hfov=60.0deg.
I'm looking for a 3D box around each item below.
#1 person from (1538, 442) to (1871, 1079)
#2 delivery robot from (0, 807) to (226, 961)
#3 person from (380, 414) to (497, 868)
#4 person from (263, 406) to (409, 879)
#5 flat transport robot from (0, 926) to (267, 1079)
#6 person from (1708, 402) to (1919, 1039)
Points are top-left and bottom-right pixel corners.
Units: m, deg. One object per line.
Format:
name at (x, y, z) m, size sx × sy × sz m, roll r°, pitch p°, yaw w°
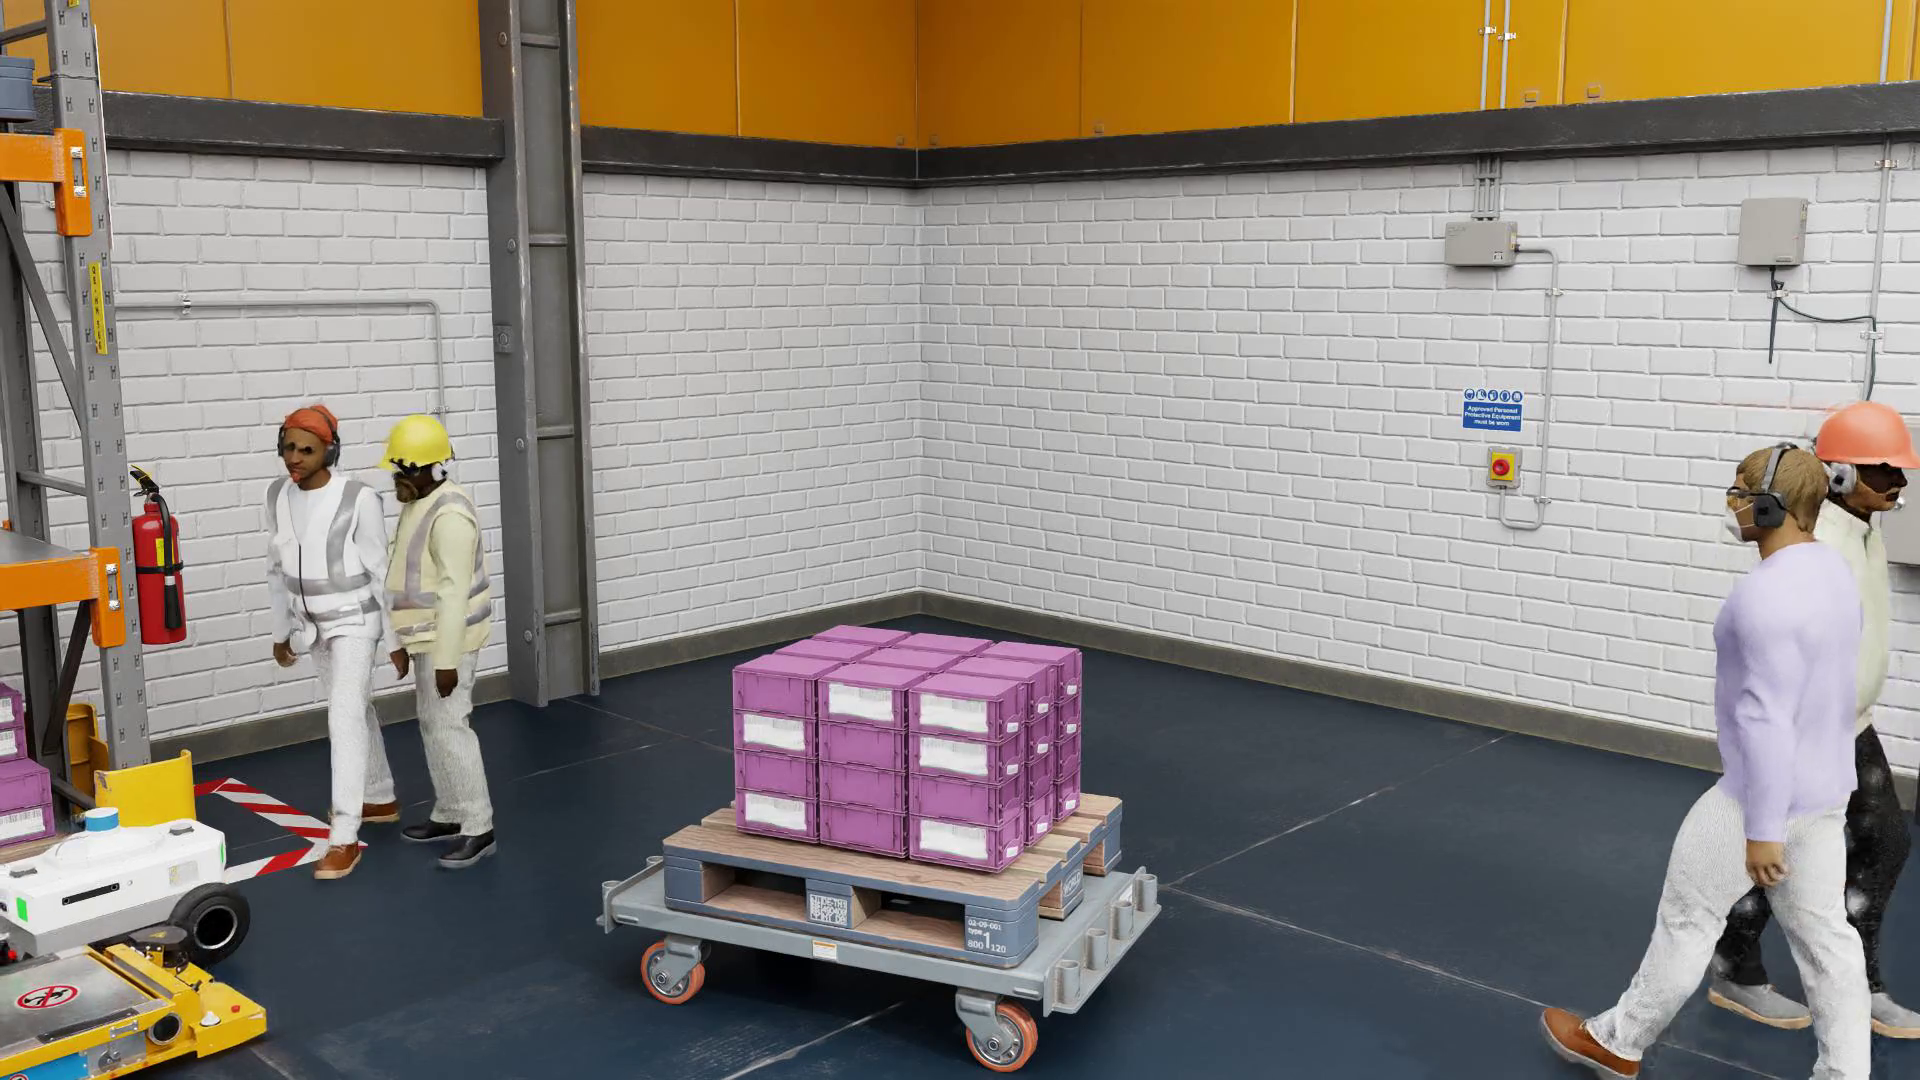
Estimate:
person at (2.127, 0.674, 4.614) m, size 0.647 × 1.892 × 0.978 m, roll -8°, pitch 12°, yaw -42°
delivery robot at (-2.860, 1.141, 5.574) m, size 0.477 × 0.478 × 0.707 m, roll 7°, pitch 12°, yaw 39°
person at (-2.097, 0.387, 6.666) m, size 0.406 × 1.811 × 0.694 m, roll -5°, pitch 11°, yaw -28°
person at (-2.525, 0.370, 6.727) m, size 0.632 × 1.840 × 0.715 m, roll 5°, pitch 10°, yaw 27°
flat transport robot at (-2.831, 1.464, 4.749) m, size 0.652 × 0.197 × 1.431 m, roll 8°, pitch 12°, yaw 41°
person at (2.685, 0.569, 5.036) m, size 0.649 × 1.964 × 0.745 m, roll -8°, pitch 12°, yaw -42°
